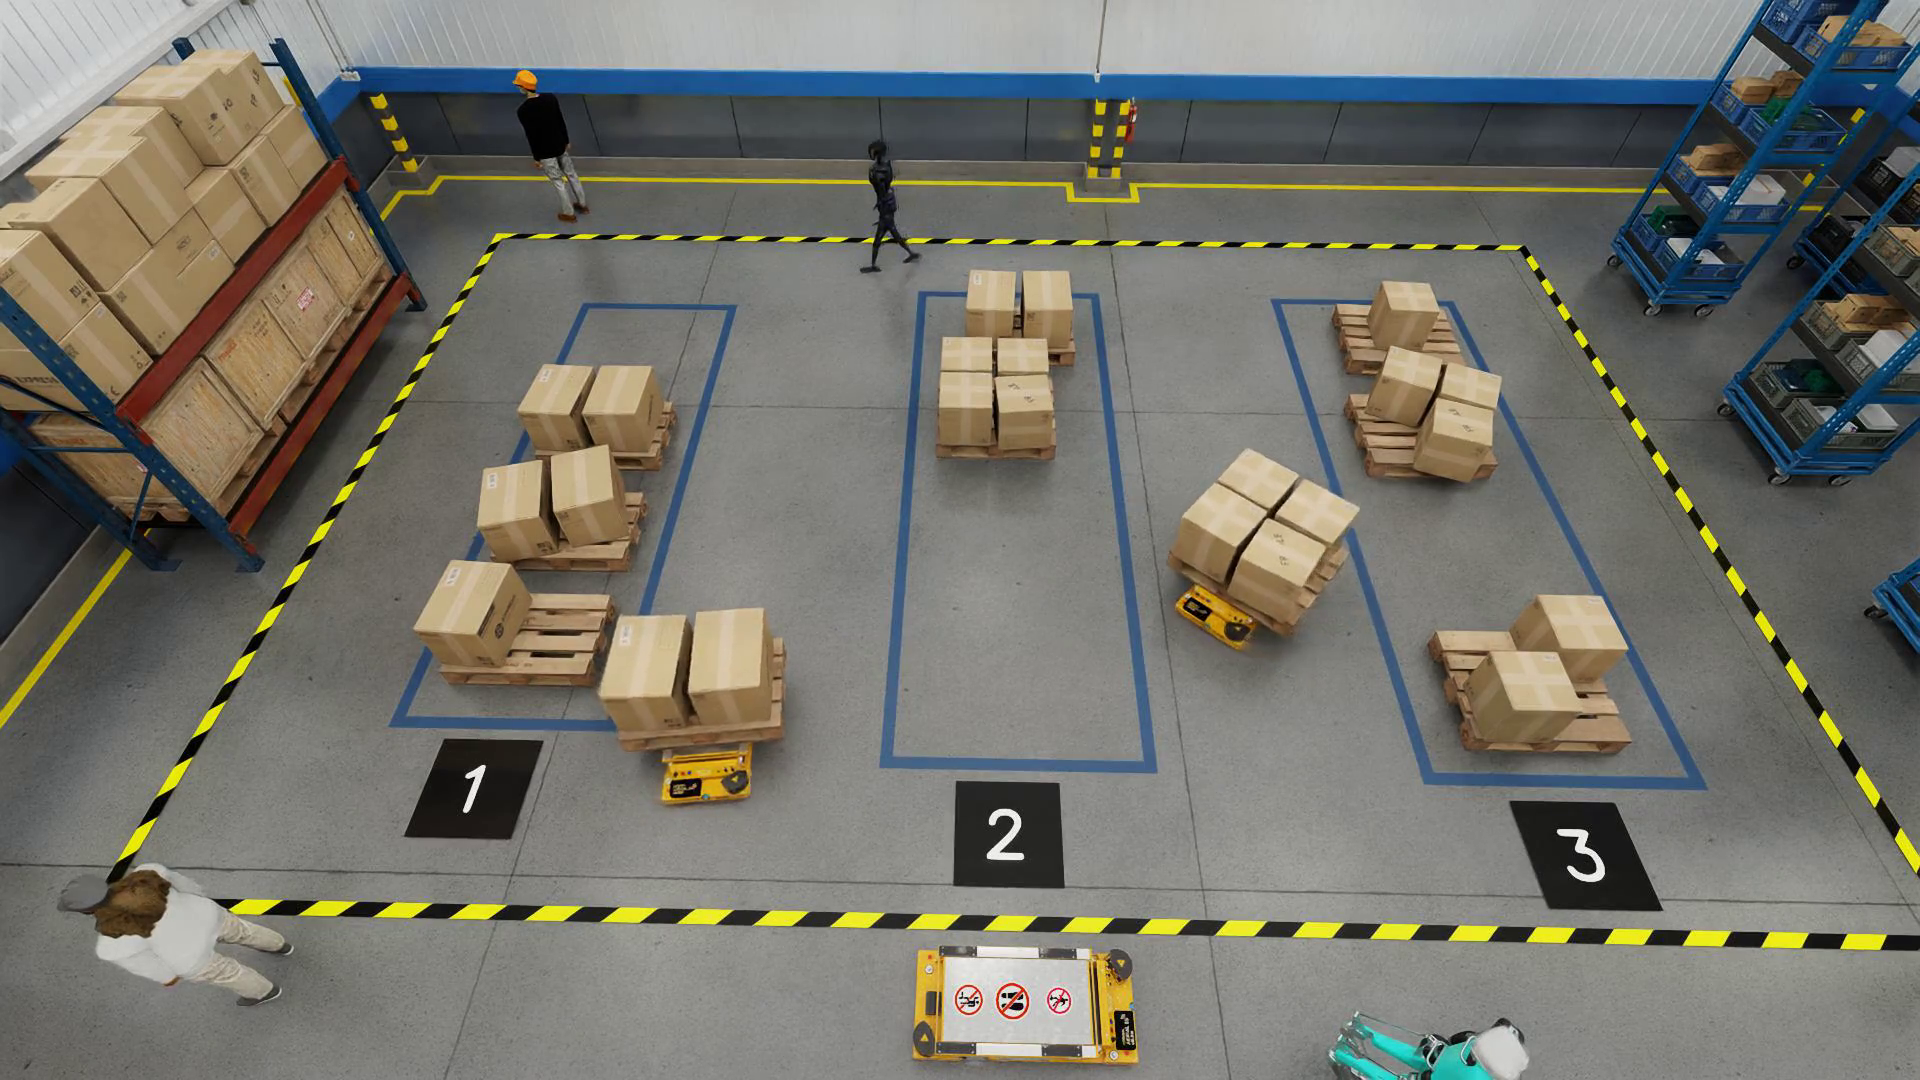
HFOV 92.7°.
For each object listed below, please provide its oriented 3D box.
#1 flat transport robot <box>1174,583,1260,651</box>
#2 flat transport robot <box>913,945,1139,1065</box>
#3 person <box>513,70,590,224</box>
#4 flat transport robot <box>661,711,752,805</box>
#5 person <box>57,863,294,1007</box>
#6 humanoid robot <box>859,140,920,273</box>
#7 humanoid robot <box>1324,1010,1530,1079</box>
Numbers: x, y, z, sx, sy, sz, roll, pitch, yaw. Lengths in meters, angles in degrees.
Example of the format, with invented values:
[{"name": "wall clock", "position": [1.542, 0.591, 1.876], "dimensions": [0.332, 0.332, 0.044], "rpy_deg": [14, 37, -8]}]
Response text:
[{"name": "flat transport robot", "position": [2.597, 0.309, 8.216], "dimensions": [0.652, 0.197, 1.431], "rpy_deg": [34, 59, 25]}, {"name": "flat transport robot", "position": [0.422, 3.041, 6.007], "dimensions": [1.431, 0.231, 0.659], "rpy_deg": [1, 51, 1]}, {"name": "person", "position": [-5.104, -4.883, 11.424], "dimensions": [0.372, 1.882, 0.591], "rpy_deg": [24, 55, 18]}, {"name": "flat transport robot", "position": [-1.991, 1.377, 7.345], "dimensions": [0.652, 0.197, 1.431], "rpy_deg": [-4, 51, -3]}, {"name": "person", "position": [-4.696, 2.402, 5.559], "dimensions": [0.401, 1.767, 0.572], "rpy_deg": [-5, 51, -4]}, {"name": "humanoid robot", "position": [-0.856, -3.917, 10.803], "dimensions": [0.772, 1.635, 0.603], "rpy_deg": [-7, 51, -5]}, {"name": "humanoid robot", "position": [2.452, 2.858, 5.124], "dimensions": [0.533, 1.674, 0.735], "rpy_deg": [-37, 60, -26]}]
